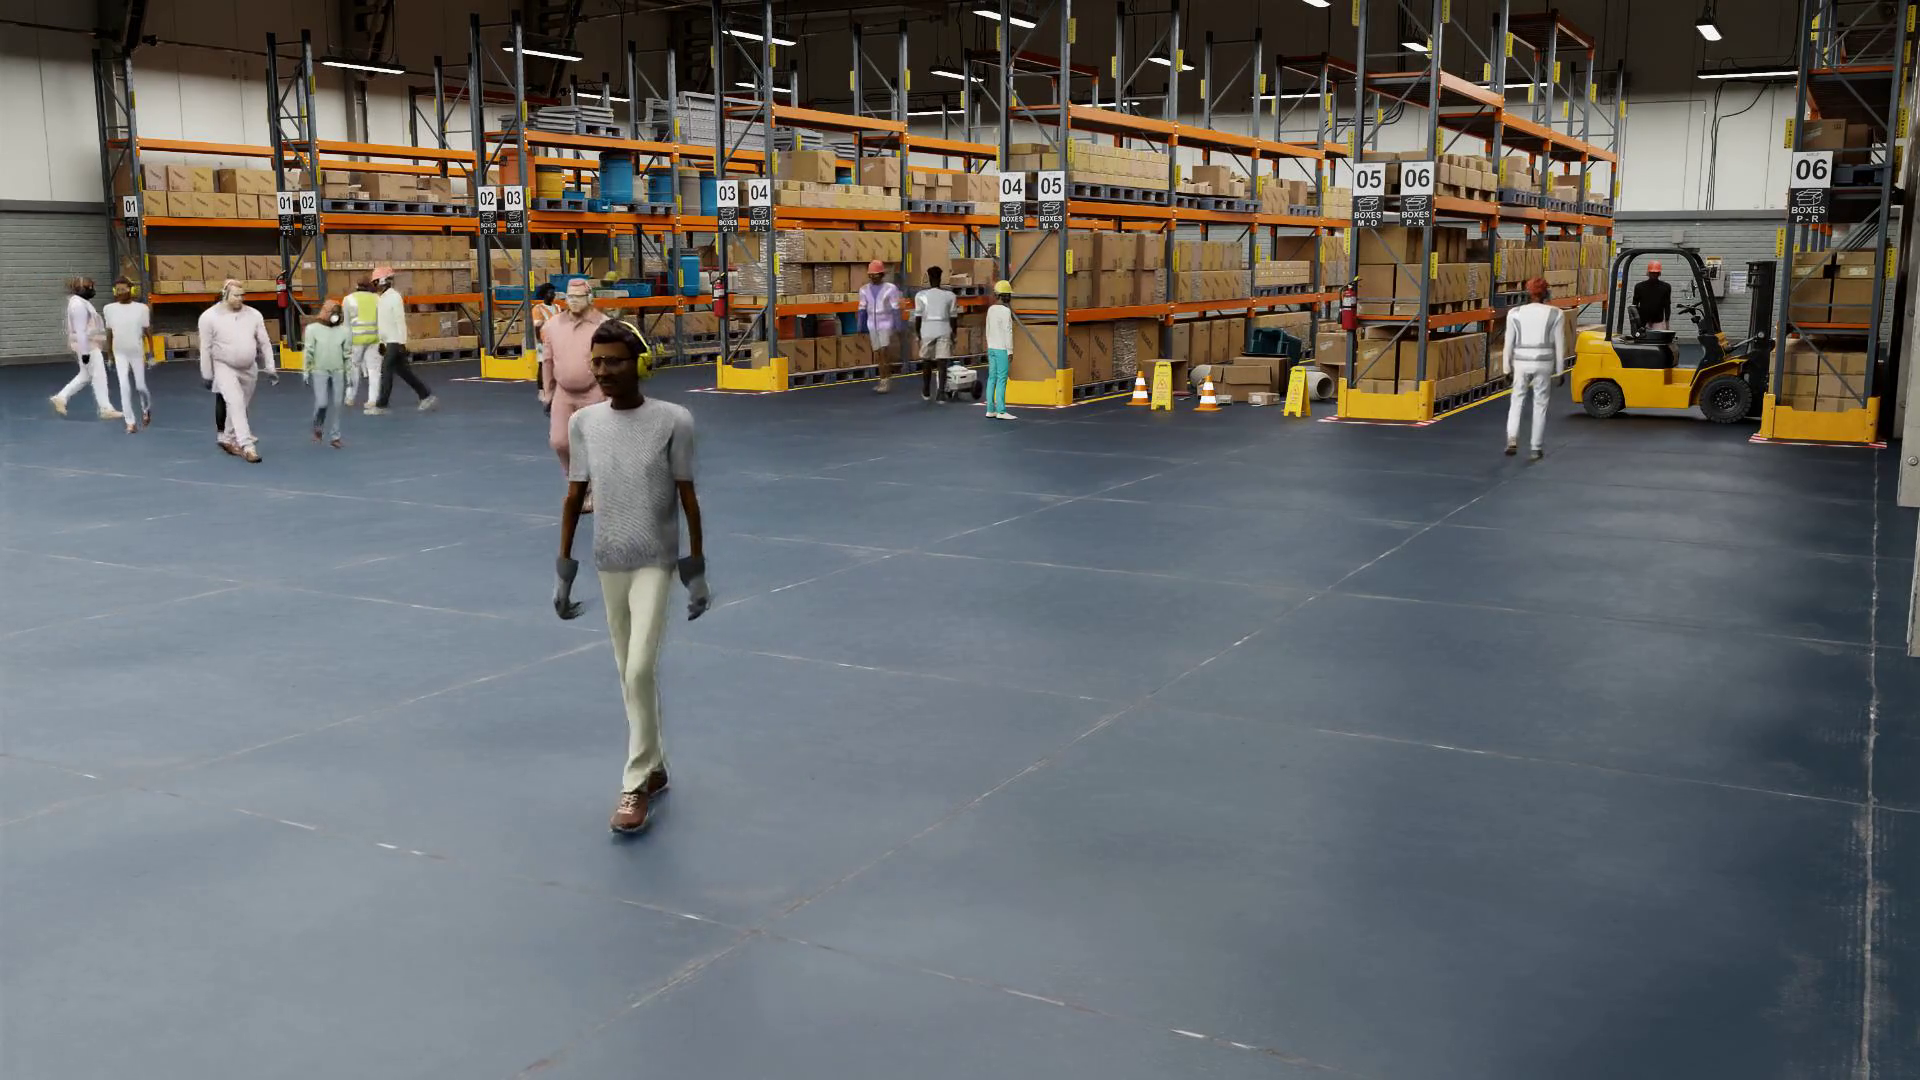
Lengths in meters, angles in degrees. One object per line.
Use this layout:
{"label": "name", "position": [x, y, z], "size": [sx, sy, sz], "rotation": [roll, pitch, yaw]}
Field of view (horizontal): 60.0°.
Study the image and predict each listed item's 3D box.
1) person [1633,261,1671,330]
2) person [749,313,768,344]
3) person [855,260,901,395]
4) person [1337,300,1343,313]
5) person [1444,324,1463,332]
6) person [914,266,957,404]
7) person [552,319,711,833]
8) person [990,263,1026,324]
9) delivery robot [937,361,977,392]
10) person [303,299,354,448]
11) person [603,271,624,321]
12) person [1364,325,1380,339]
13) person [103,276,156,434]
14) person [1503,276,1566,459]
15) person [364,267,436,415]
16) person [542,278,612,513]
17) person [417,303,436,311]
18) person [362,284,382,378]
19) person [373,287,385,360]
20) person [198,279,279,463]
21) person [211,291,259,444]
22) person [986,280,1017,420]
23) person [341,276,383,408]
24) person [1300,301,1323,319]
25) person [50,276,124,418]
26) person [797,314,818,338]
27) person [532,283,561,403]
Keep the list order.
{"label": "person", "position": [11.806, -3.766, 28.428], "size": [0.623, 1.989, 0.400], "rotation": [3, 10, 18]}
{"label": "person", "position": [-4.762, -5.480, 38.647], "size": [0.653, 1.926, 0.440], "rotation": [9, 13, 42]}
{"label": "person", "position": [-1.272, -3.175, 24.905], "size": [0.634, 2.003, 0.921], "rotation": [4, 11, 24]}
{"label": "person", "position": [8.958, -5.480, 38.363], "size": [0.577, 2.019, 0.628], "rotation": [9, 13, 42]}
{"label": "person", "position": [9.978, -4.565, 33.531], "size": [0.563, 1.847, 0.388], "rotation": [2, 10, 9]}
{"label": "person", "position": [-0.347, -2.918, 23.667], "size": [0.614, 1.914, 0.931], "rotation": [-1, 10, -5]}
{"label": "person", "position": [-1.244, 0.129, 6.060], "size": [0.550, 1.841, 0.782], "rotation": [3, 10, 17]}
{"label": "person", "position": [0.899, -3.941, 29.594], "size": [0.657, 1.936, 1.024], "rotation": [8, 13, 39]}
{"label": "delivery robot", "position": [-0.045, -2.332, 23.961], "size": [0.477, 0.478, 0.707], "rotation": [5, 11, 27]}
{"label": "person", "position": [-6.798, -1.783, 17.920], "size": [0.520, 1.612, 0.390], "rotation": [-7, 12, -37]}
{"label": "person", "position": [-6.775, -4.350, 32.469], "size": [0.610, 1.777, 0.877], "rotation": [8, 13, 40]}
{"label": "person", "position": [9.076, -5.082, 36.534], "size": [0.509, 1.860, 0.333], "rotation": [2, 10, 13]}
{"label": "person", "position": [-9.809, -2.196, 19.669], "size": [0.517, 1.852, 0.734], "rotation": [-3, 10, -18]}
{"label": "person", "position": [5.857, -1.749, 16.956], "size": [0.600, 1.875, 0.504], "rotation": [5, 11, 29]}
{"label": "person", "position": [-7.440, -2.642, 22.027], "size": [0.984, 1.941, 0.656], "rotation": [-8, 12, -38]}
{"label": "person", "position": [-3.061, -1.158, 13.433], "size": [0.669, 1.894, 0.432], "rotation": [1, 10, 5]}
{"label": "person", "position": [-11.183, -4.767, 34.956], "size": [0.533, 1.765, 0.322], "rotation": [7, 12, 36]}
{"label": "person", "position": [-10.011, -3.562, 28.269], "size": [0.511, 1.641, 0.308], "rotation": [0, 10, 2]}
{"label": "person", "position": [-10.663, -3.936, 30.454], "size": [0.517, 1.641, 0.308], "rotation": [6, 11, 32]}
{"label": "person", "position": [-7.408, -1.735, 16.991], "size": [1.026, 1.851, 0.648], "rotation": [8, 13, 40]}
{"label": "person", "position": [-8.070, -1.902, 18.382], "size": [0.537, 1.696, 0.317], "rotation": [2, 10, 9]}
{"label": "person", "position": [0.531, -2.417, 21.195], "size": [0.325, 1.767, 0.533], "rotation": [-5, 11, -29]}
{"label": "person", "position": [-8.206, -2.716, 22.852], "size": [0.648, 1.798, 0.919], "rotation": [-7, 12, -36]}
{"label": "person", "position": [8.417, -5.757, 39.944], "size": [1.062, 2.000, 0.724], "rotation": [9, 13, 42]}
{"label": "person", "position": [-11.176, -2.445, 21.191], "size": [0.782, 1.823, 0.627], "rotation": [-6, 11, -30]}
{"label": "person", "position": [-2.717, -3.974, 29.862], "size": [0.398, 1.920, 0.588], "rotation": [-4, 10, -21]}
{"label": "person", "position": [-5.845, -2.805, 23.669], "size": [0.317, 1.695, 0.540], "rotation": [5, 11, 29]}
